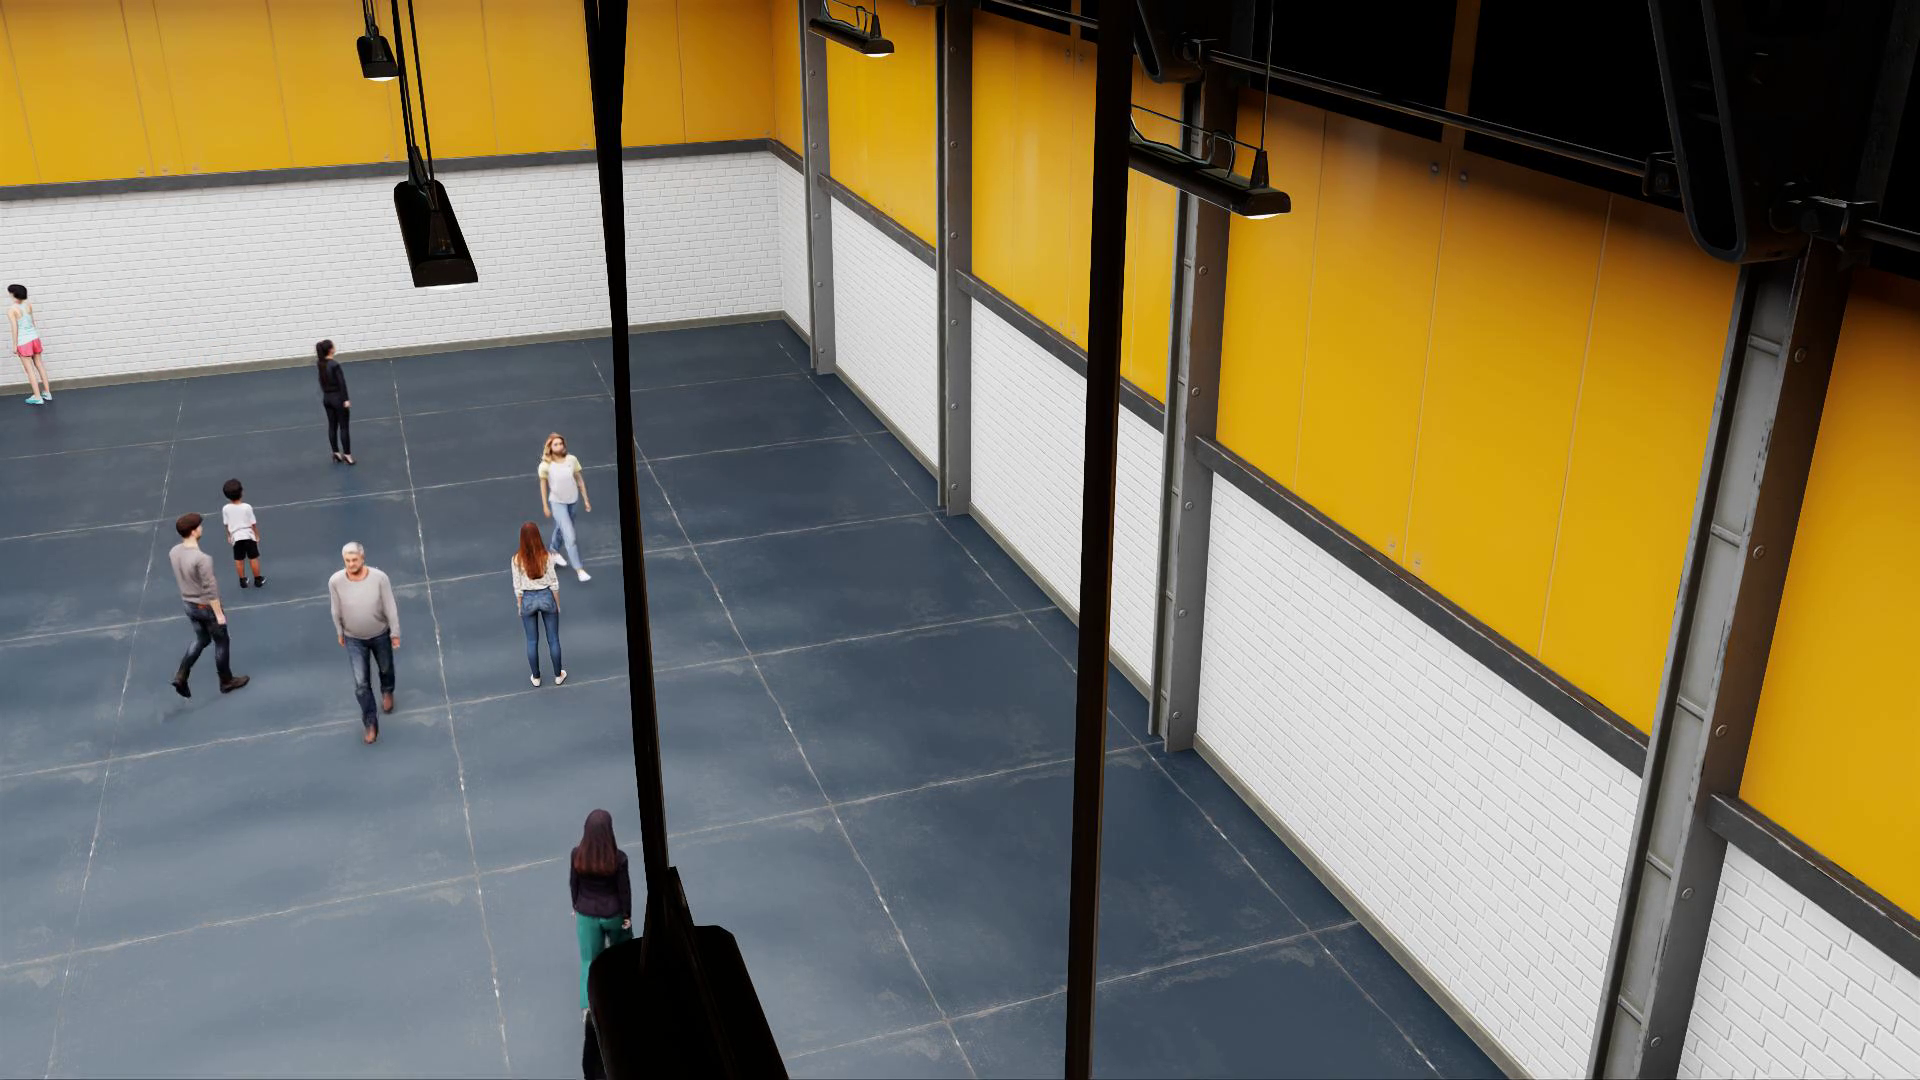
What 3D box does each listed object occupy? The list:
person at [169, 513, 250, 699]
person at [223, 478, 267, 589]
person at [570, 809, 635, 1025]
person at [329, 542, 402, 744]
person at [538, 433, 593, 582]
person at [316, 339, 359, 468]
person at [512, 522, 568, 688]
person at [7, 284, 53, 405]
[{"bbox_3d":[-7.330,0.675,15.934,1.056,1.884,1.097,13,27,27],"label":"person"},{"bbox_3d":[-7.952,-0.071,18.424,0.520,1.257,0.535,-3,24,-8],"label":"person"},{"bbox_3d":[-2.504,2.687,11.552,0.853,1.709,1.154,0,24,-1],"label":"person"},{"bbox_3d":[-5.513,0.859,15.539,0.842,1.863,1.242,-5,24,-11],"label":"person"},{"bbox_3d":[-4.478,-0.400,18.659,0.927,1.672,1.222,-19,30,-37],"label":"person"},{"bbox_3d":[-8.197,-1.813,21.843,0.622,1.711,0.700,13,27,27],"label":"person"},{"bbox_3d":[-4.120,0.620,16.257,0.603,1.728,0.555,-5,24,-10],"label":"person"},{"bbox_3d":[-13.555,-2.863,24.167,0.756,1.774,0.682,7,25,16],"label":"person"}]
